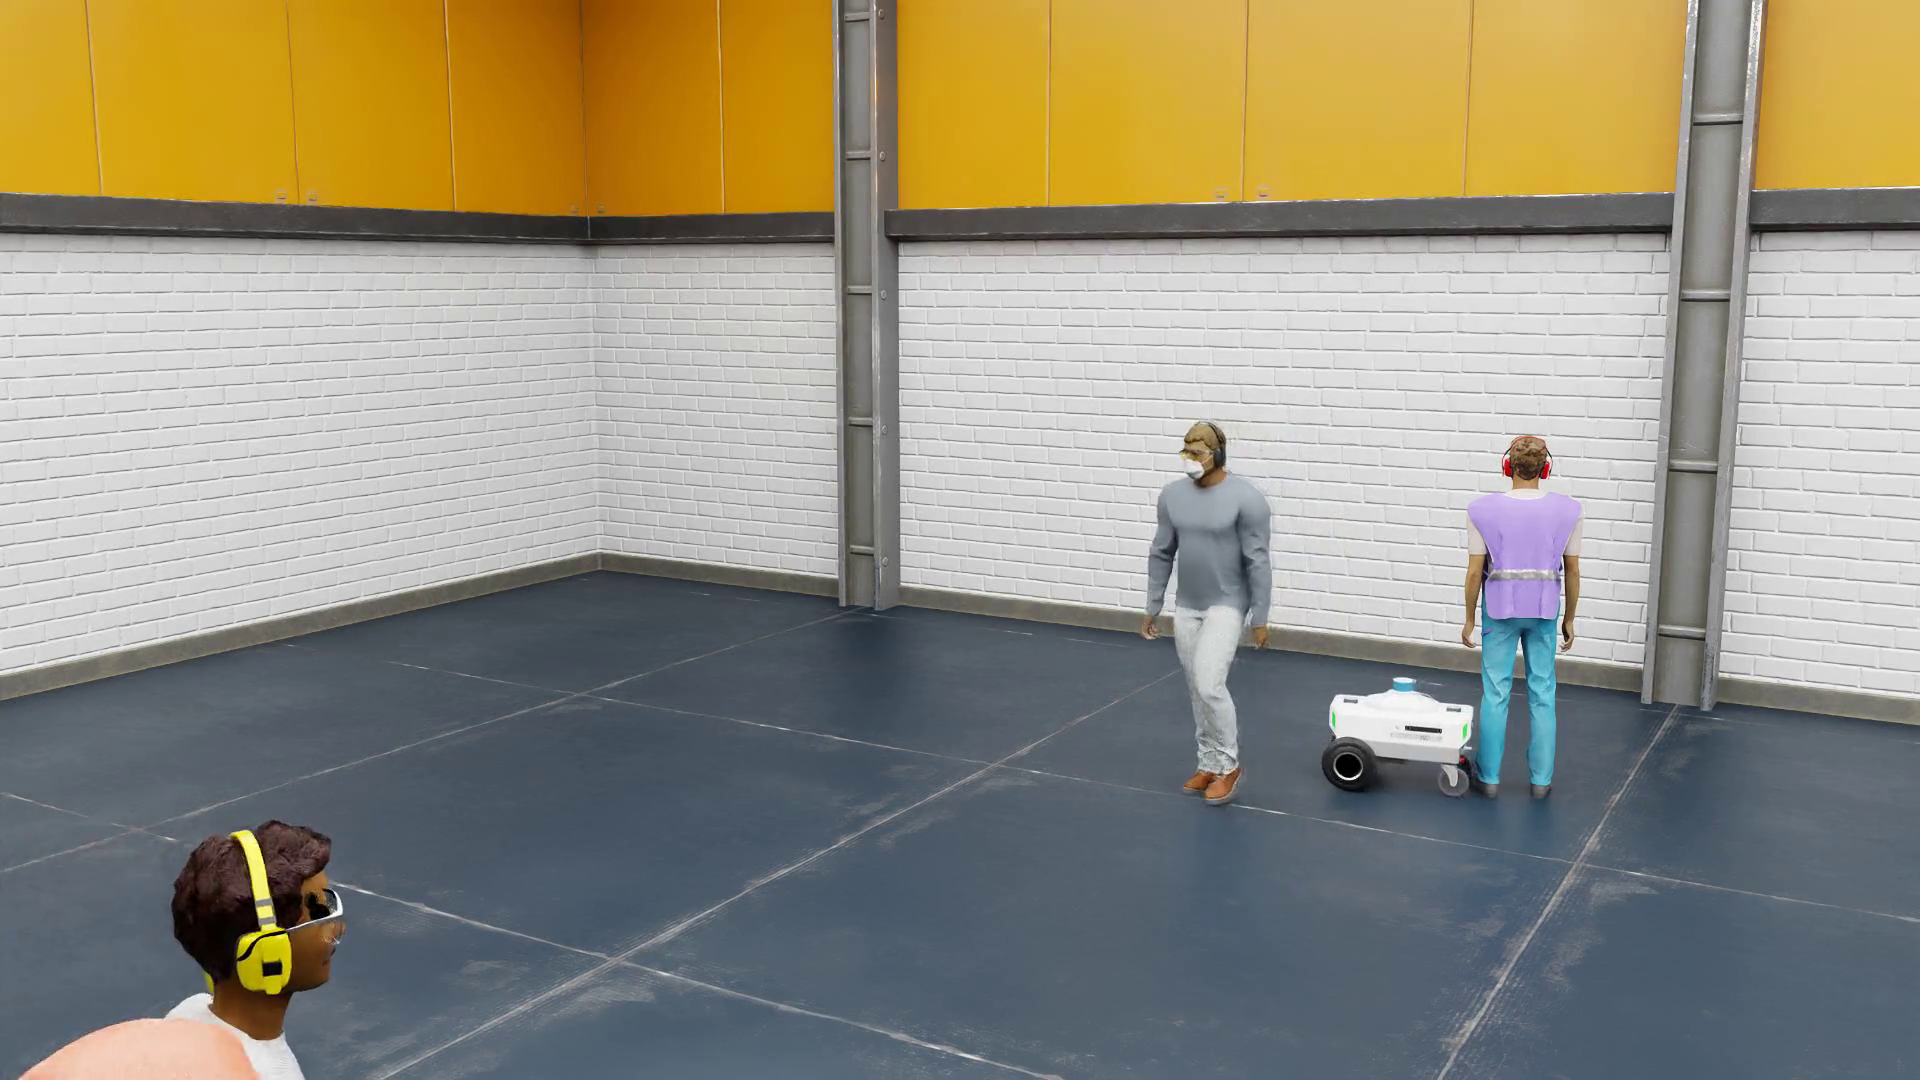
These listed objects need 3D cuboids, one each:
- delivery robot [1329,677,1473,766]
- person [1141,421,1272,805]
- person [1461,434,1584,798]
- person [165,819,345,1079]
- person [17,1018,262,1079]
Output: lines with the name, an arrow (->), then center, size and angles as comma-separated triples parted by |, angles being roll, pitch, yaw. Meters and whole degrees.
delivery robot -> 2.282, 0.955, 8.594 | 0.707, 0.478, 0.477 | 3, 10, 20
person -> 1.220, 0.366, 8.328 | 0.569, 1.920, 0.648 | -8, 12, -42
person -> 2.815, 0.394, 8.365 | 0.565, 1.846, 0.390 | 1, 9, 7
person -> -1.075, 1.323, 2.659 | 0.968, 1.818, 0.545 | -8, 12, -40
person -> -0.666, 1.423, 1.504 | 0.747, 1.990, 0.654 | -6, 11, -33
